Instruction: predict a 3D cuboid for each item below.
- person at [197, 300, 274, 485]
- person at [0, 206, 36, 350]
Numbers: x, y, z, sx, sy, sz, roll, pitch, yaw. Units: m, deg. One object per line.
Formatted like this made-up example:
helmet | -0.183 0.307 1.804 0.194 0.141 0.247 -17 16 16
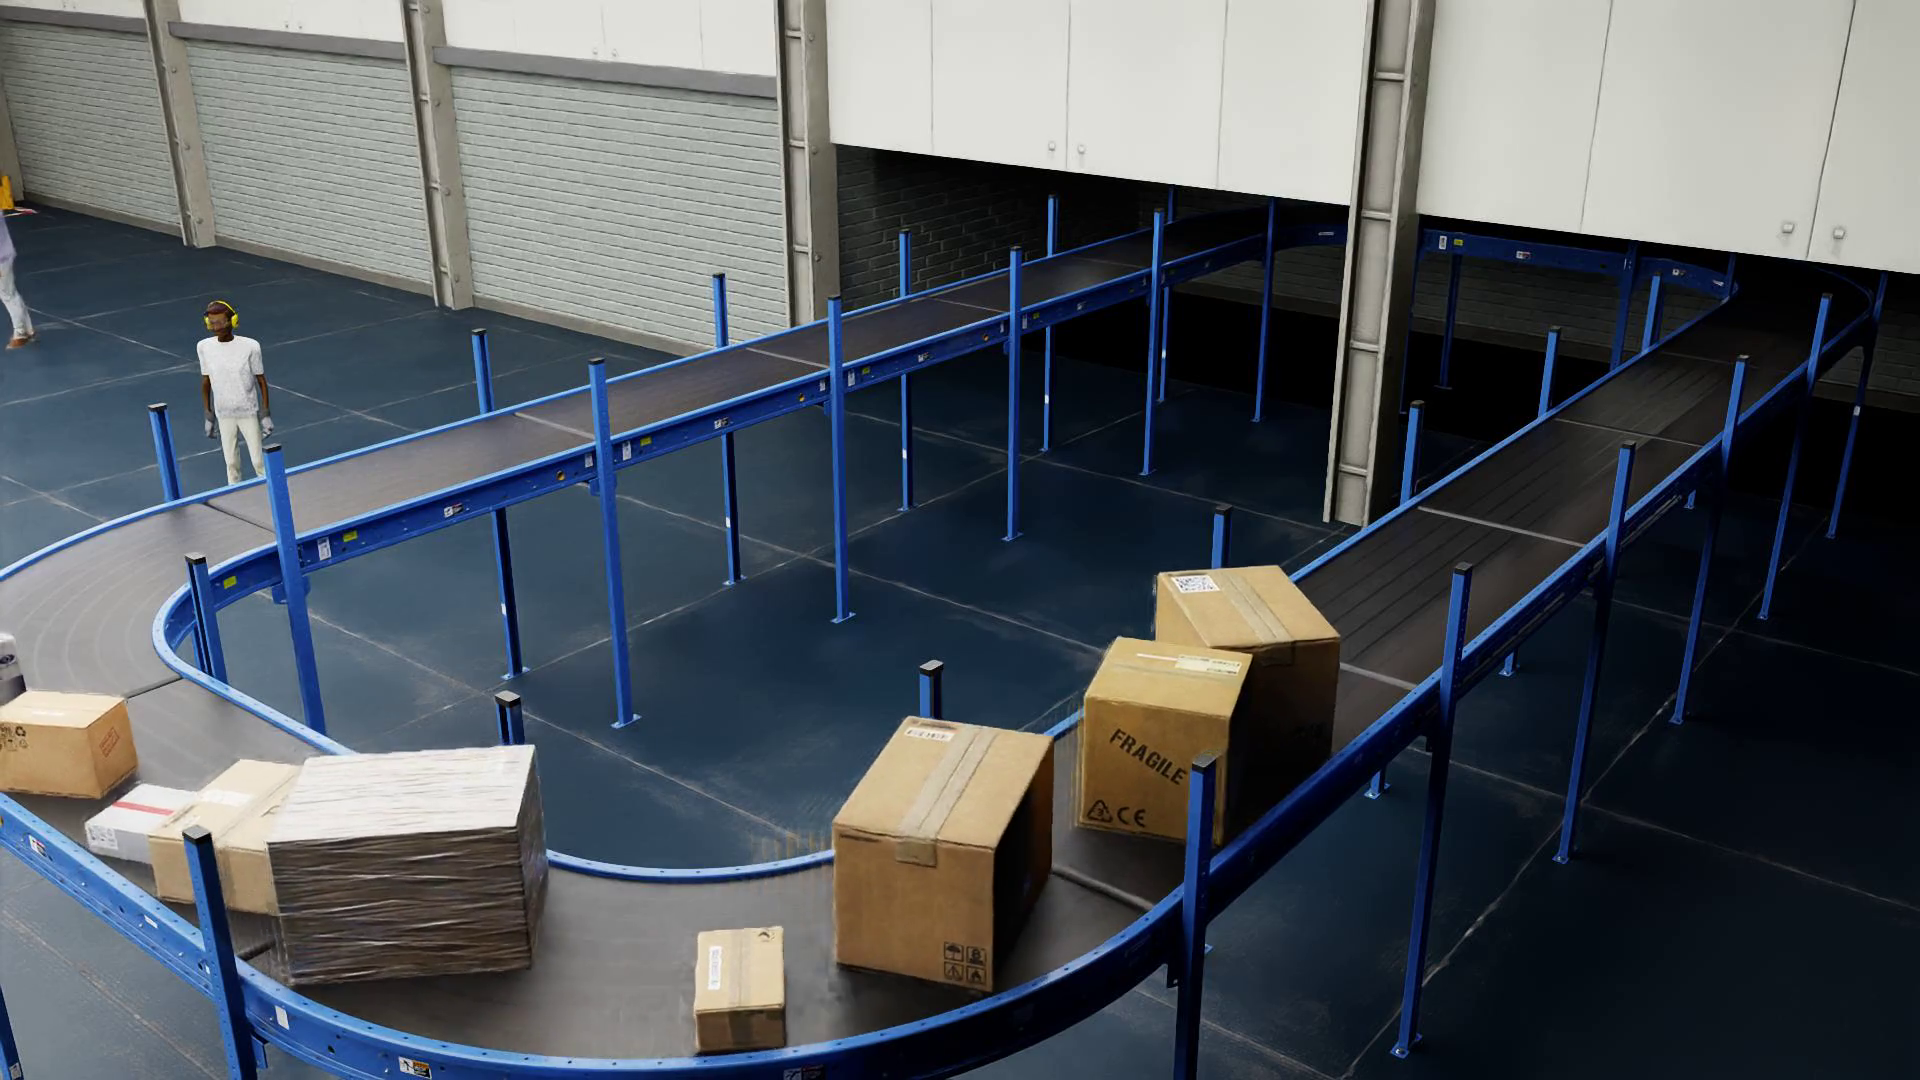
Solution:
person | -5.699 -0.973 13.115 0.532 1.867 0.316 -1 22 -4
person | -10.653 -3.079 18.405 0.403 1.922 0.702 -9 23 -22
